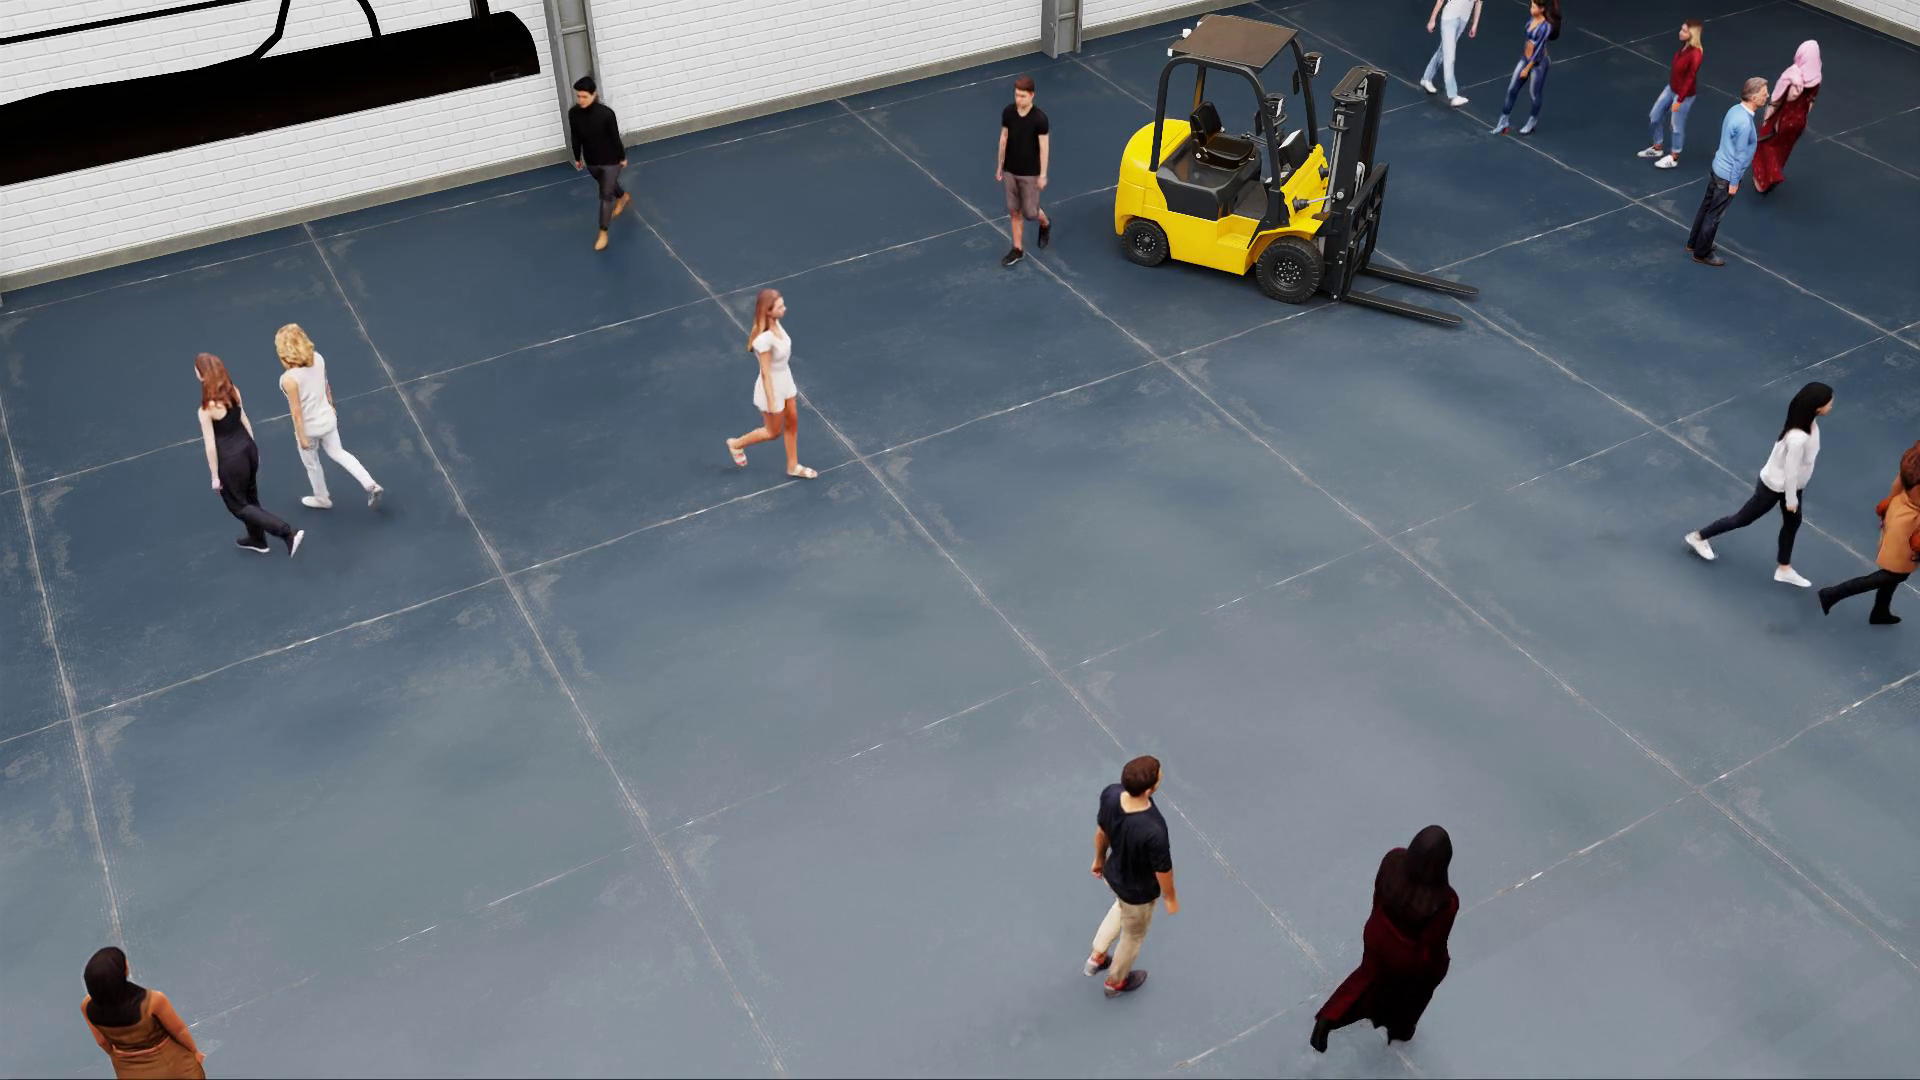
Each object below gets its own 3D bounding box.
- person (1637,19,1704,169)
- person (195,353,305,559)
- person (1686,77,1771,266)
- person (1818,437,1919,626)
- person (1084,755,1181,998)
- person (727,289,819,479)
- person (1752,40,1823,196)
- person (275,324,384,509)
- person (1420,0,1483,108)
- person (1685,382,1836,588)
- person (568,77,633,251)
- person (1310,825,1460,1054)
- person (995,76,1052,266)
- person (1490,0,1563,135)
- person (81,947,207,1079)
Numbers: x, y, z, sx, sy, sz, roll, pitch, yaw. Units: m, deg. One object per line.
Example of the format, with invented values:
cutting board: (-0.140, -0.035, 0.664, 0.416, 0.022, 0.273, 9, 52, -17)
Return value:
person: (7.530, -4.625, 17.266, 0.744, 1.612, 0.714, -2, 39, -3)
person: (-5.185, -0.562, 12.081, 0.995, 1.734, 0.939, 10, 40, 13)
person: (7.250, -3.504, 15.697, 0.782, 1.818, 0.748, 6, 39, 7)
person: (6.430, -0.052, 11.468, 1.082, 1.702, 0.955, -2, 39, -2)
person: (0.861, 1.870, 8.949, 0.622, 1.842, 0.632, -21, 43, -24)
person: (-1.514, -1.190, 12.908, 1.005, 1.682, 0.941, 9, 39, 11)
person: (8.331, -4.198, 16.721, 0.765, 1.625, 0.836, -3, 39, -4)
person: (-4.808, -0.885, 12.552, 0.991, 1.650, 0.983, 13, 40, 16)
person: (5.479, -5.828, 18.628, 1.123, 1.792, 0.832, -14, 41, -16)
person: (5.782, -0.421, 11.967, 1.014, 1.655, 1.163, 24, 45, 27)
person: (-3.438, -3.741, 16.112, 1.169, 1.672, 1.255, 13, 40, 15)
person: (2.250, 2.163, 8.664, 0.919, 1.739, 0.661, -21, 43, -24)
person: (0.647, -3.522, 15.694, 0.897, 1.850, 1.024, 23, 44, 26)
person: (6.235, -5.107, 17.880, 0.838, 1.600, 0.669, -13, 41, -16)
person: (-3.960, 2.577, 8.185, 0.564, 1.690, 0.686, -4, 39, -6)
